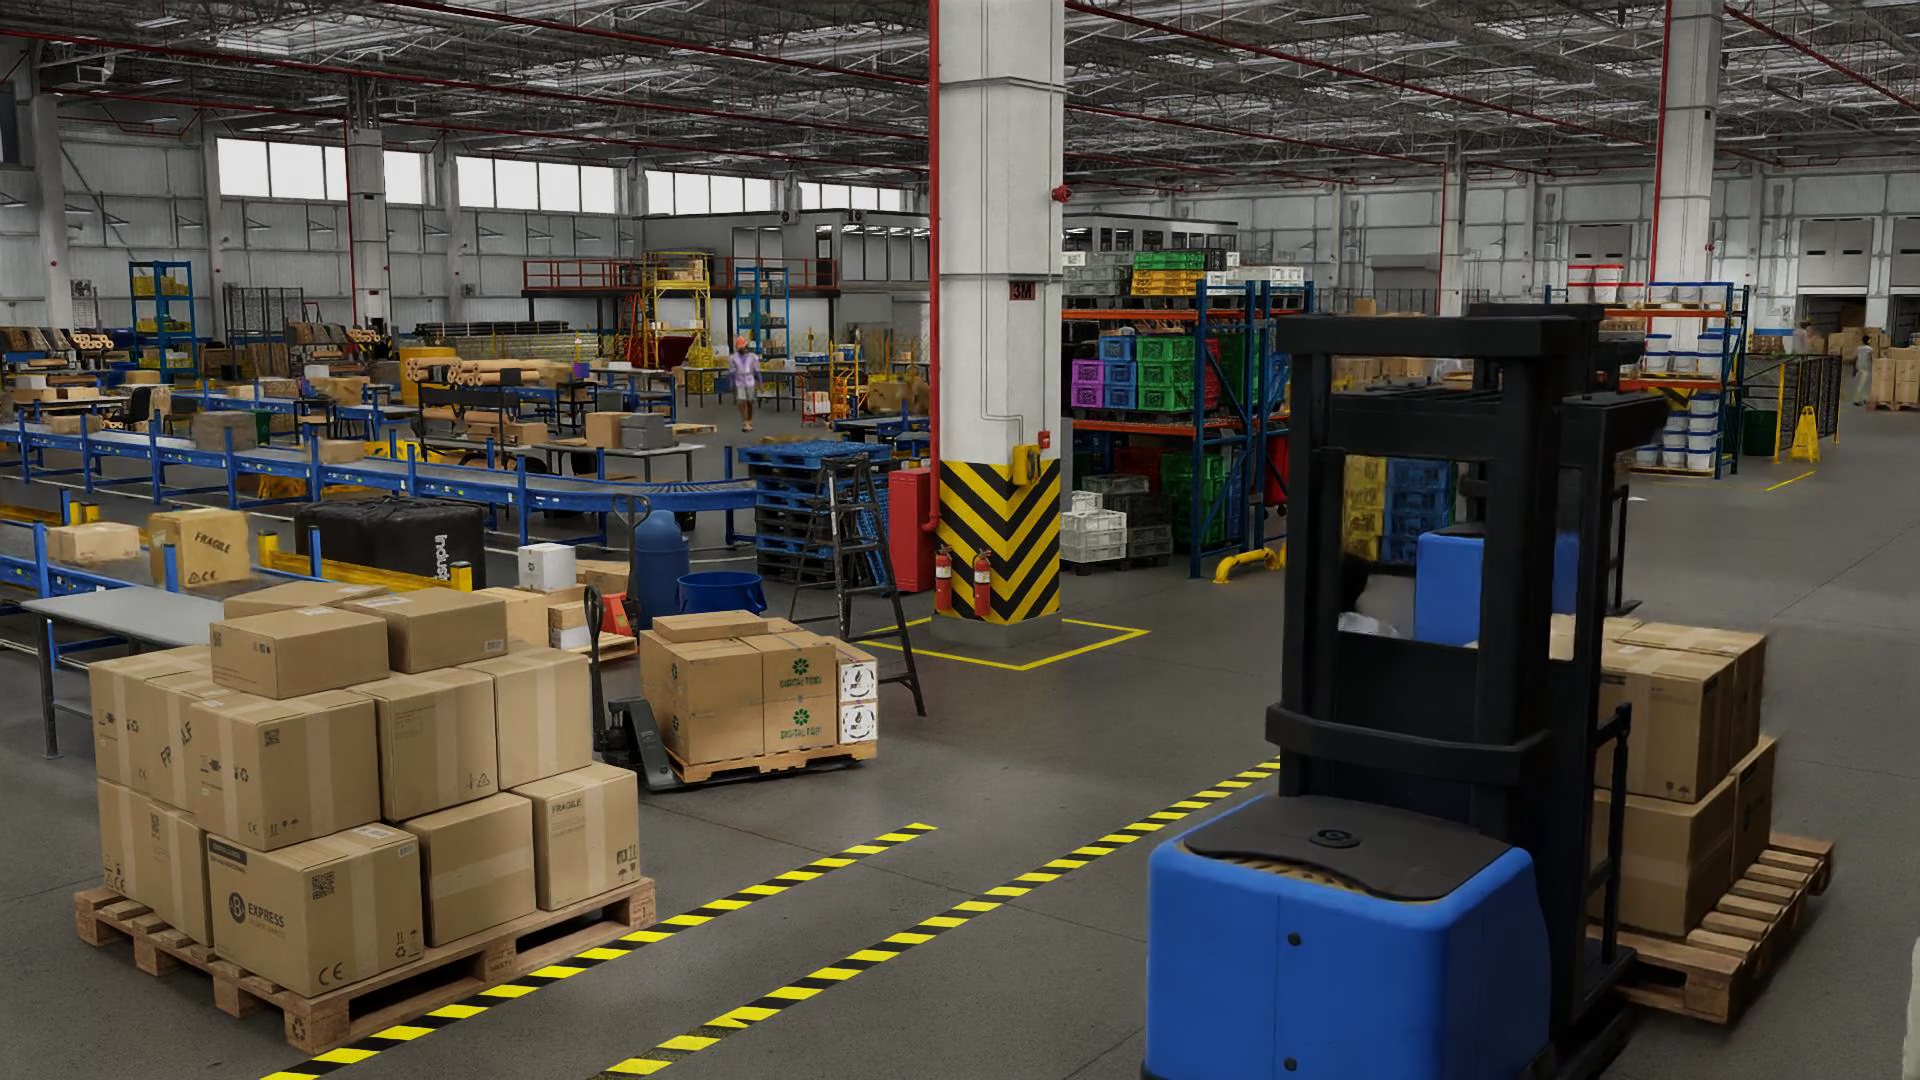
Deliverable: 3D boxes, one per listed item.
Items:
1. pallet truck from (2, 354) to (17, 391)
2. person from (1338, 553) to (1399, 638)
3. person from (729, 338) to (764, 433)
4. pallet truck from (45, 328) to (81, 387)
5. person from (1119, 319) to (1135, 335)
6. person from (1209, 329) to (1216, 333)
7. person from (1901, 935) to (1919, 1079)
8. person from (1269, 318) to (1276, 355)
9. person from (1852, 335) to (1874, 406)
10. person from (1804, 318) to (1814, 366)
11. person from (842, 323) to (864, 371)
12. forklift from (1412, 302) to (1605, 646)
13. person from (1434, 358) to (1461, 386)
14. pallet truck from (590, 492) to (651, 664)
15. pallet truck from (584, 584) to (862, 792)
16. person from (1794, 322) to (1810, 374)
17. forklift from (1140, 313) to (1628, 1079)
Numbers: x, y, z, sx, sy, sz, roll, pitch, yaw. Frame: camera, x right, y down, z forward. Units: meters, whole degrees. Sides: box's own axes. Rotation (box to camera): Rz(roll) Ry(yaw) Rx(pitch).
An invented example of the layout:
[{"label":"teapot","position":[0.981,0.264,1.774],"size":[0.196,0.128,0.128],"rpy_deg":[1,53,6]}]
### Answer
[{"label":"pallet truck","position":[-24.881,-4.417,42.634],"size":[1.885,1.965,0.823],"rpy_deg":[8,11,41]},{"label":"person","position":[1.864,0.890,8.049],"size":[0.534,1.659,0.889],"rpy_deg":[1,9,10]},{"label":"person","position":[-4.458,-3.219,34.677],"size":[0.709,1.973,1.016],"rpy_deg":[-1,8,-4]},{"label":"pallet truck","position":[-23.775,-4.544,43.495],"size":[1.885,1.965,0.823],"rpy_deg":[6,10,35]},{"label":"person","position":[6.286,-7.371,62.661],"size":[0.610,1.961,0.366],"rpy_deg":[3,9,17]},{"label":"person","position":[8.290,-6.014,54.252],"size":[0.661,1.747,0.531],"rpy_deg":[8,12,43]},{"label":"person","position":[2.474,1.453,3.875],"size":[0.540,1.751,0.530],"rpy_deg":[7,11,37]},{"label":"person","position":[14.404,-9.345,76.708],"size":[0.301,1.743,0.493],"rpy_deg":[-3,9,-16]},{"label":"person","position":[23.319,-4.347,42.723],"size":[0.900,1.834,0.520],"rpy_deg":[-3,9,-19]},{"label":"person","position":[33.898,-7.951,66.748],"size":[0.630,1.905,0.630],"rpy_deg":[-2,9,-13]},{"label":"person","position":[-3.950,-7.159,61.784],"size":[0.966,1.792,0.509],"rpy_deg":[1,8,6]},{"label":"forklift","position":[4.379,-0.438,12.852],"size":[1.129,2.768,1.873],"rpy_deg":[7,11,37]},{"label":"person","position":[11.220,-3.672,38.233],"size":[0.604,1.810,0.614],"rpy_deg":[8,11,43]},{"label":"pallet truck","position":[-3.115,0.344,12.883],"size":[0.653,1.274,1.630],"rpy_deg":[7,11,37]},{"label":"pallet truck","position":[-1.426,0.805,10.019],"size":[1.601,1.201,0.680],"rpy_deg":[-4,9,-26]},{"label":"person","position":[29.440,-6.658,58.028],"size":[0.745,1.909,0.654],"rpy_deg":[0,8,0]},{"label":"forklift","position":[1.548,0.610,5.785],"size":[1.129,2.768,1.873],"rpy_deg":[7,11,37]}]
